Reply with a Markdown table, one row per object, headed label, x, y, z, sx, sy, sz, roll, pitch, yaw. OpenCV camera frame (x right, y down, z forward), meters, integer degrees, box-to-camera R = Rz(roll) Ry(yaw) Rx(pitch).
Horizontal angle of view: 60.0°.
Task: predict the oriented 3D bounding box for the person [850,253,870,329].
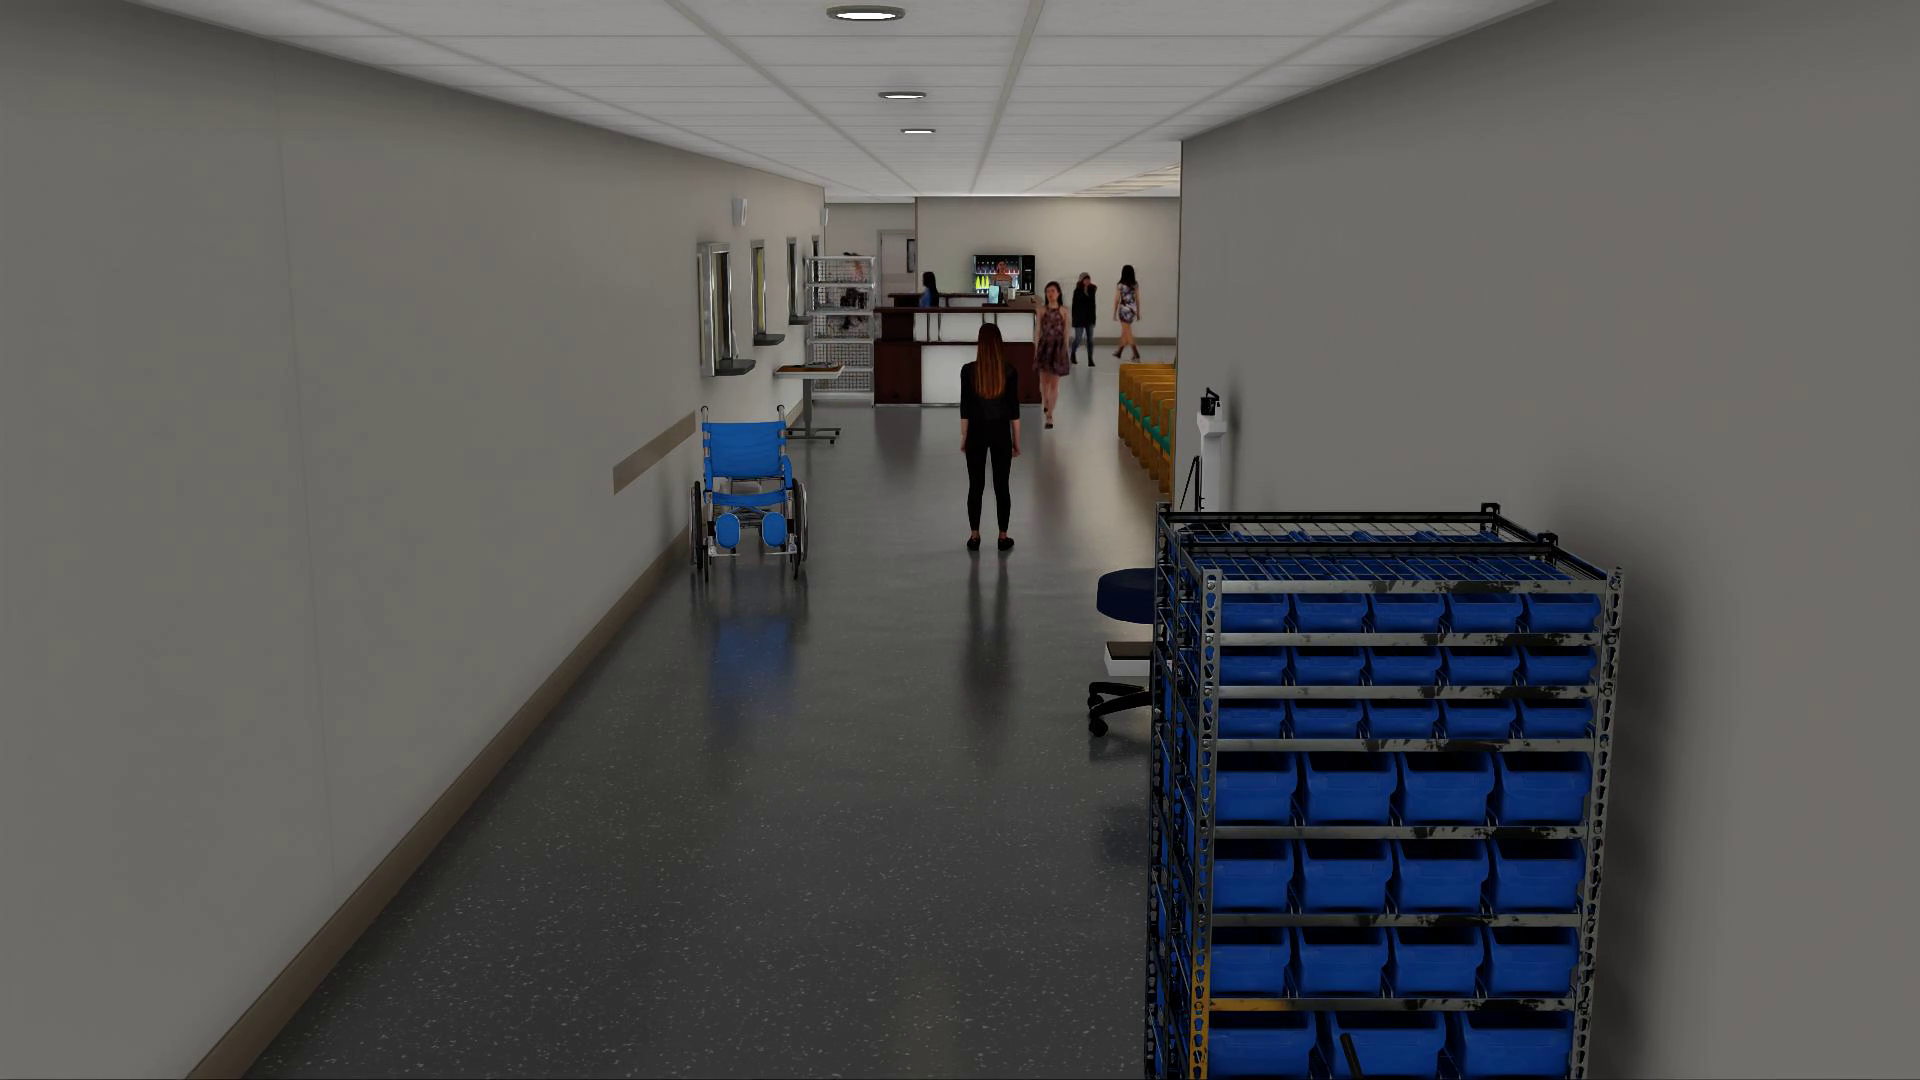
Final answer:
| label | x | y | z | sx | sy | sz | roll | pitch | yaw |
| --- | --- | --- | --- | --- | --- | --- | --- | --- | --- |
| person | -2.348 | -5.825 | 39.025 | 1.146 | 1.762 | 1.051 | 8 | 13 | 36 |

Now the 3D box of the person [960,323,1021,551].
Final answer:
| label | x | y | z | sx | sy | sz | roll | pitch | yaw |
| --- | --- | --- | --- | --- | --- | --- | --- | --- | --- |
| person | 0.216 | -0.781 | 12.577 | 0.469 | 1.712 | 0.677 | 1 | 11 | 4 |

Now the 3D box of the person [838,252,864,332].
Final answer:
| label | x | y | z | sx | sy | sz | roll | pitch | yaw |
| --- | --- | --- | --- | --- | --- | --- | --- | --- | --- |
| person | -2.508 | -5.671 | 38.118 | 0.945 | 1.797 | 0.805 | 3 | 11 | 17 |

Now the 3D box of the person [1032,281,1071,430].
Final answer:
| label | x | y | z | sx | sy | sz | roll | pitch | yaw |
| --- | --- | --- | --- | --- | --- | --- | --- | --- | --- |
| person | 1.121 | -2.217 | 20.006 | 0.752 | 1.764 | 0.706 | 1 | 11 | 8 |

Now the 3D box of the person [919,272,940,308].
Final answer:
| label | x | y | z | sx | sy | sz | roll | pitch | yaw |
| --- | --- | --- | --- | --- | --- | --- | --- | --- | --- |
| person | -0.379 | -3.345 | 26.139 | 1.019 | 1.693 | 0.766 | 3 | 11 | 15 |

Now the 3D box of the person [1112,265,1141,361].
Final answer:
| label | x | y | z | sx | sy | sz | roll | pitch | yaw |
| --- | --- | --- | --- | --- | --- | --- | --- | --- | --- |
| person | 3.015 | -4.007 | 29.639 | 1.173 | 1.688 | 1.026 | -5 | 12 | -26 |

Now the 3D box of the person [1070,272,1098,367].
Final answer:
| label | x | y | z | sx | sy | sz | roll | pitch | yaw |
| --- | --- | --- | --- | --- | --- | --- | --- | --- | --- |
| person | 2.117 | -3.812 | 28.836 | 1.055 | 1.605 | 0.912 | -4 | 11 | -18 |

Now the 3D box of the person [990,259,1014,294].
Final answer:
| label | x | y | z | sx | sy | sz | roll | pitch | yaw |
| --- | --- | --- | --- | --- | --- | --- | --- | --- | --- |
| person | 0.763 | -4.302 | 30.833 | 0.575 | 1.822 | 0.723 | -3 | 11 | -17 |
